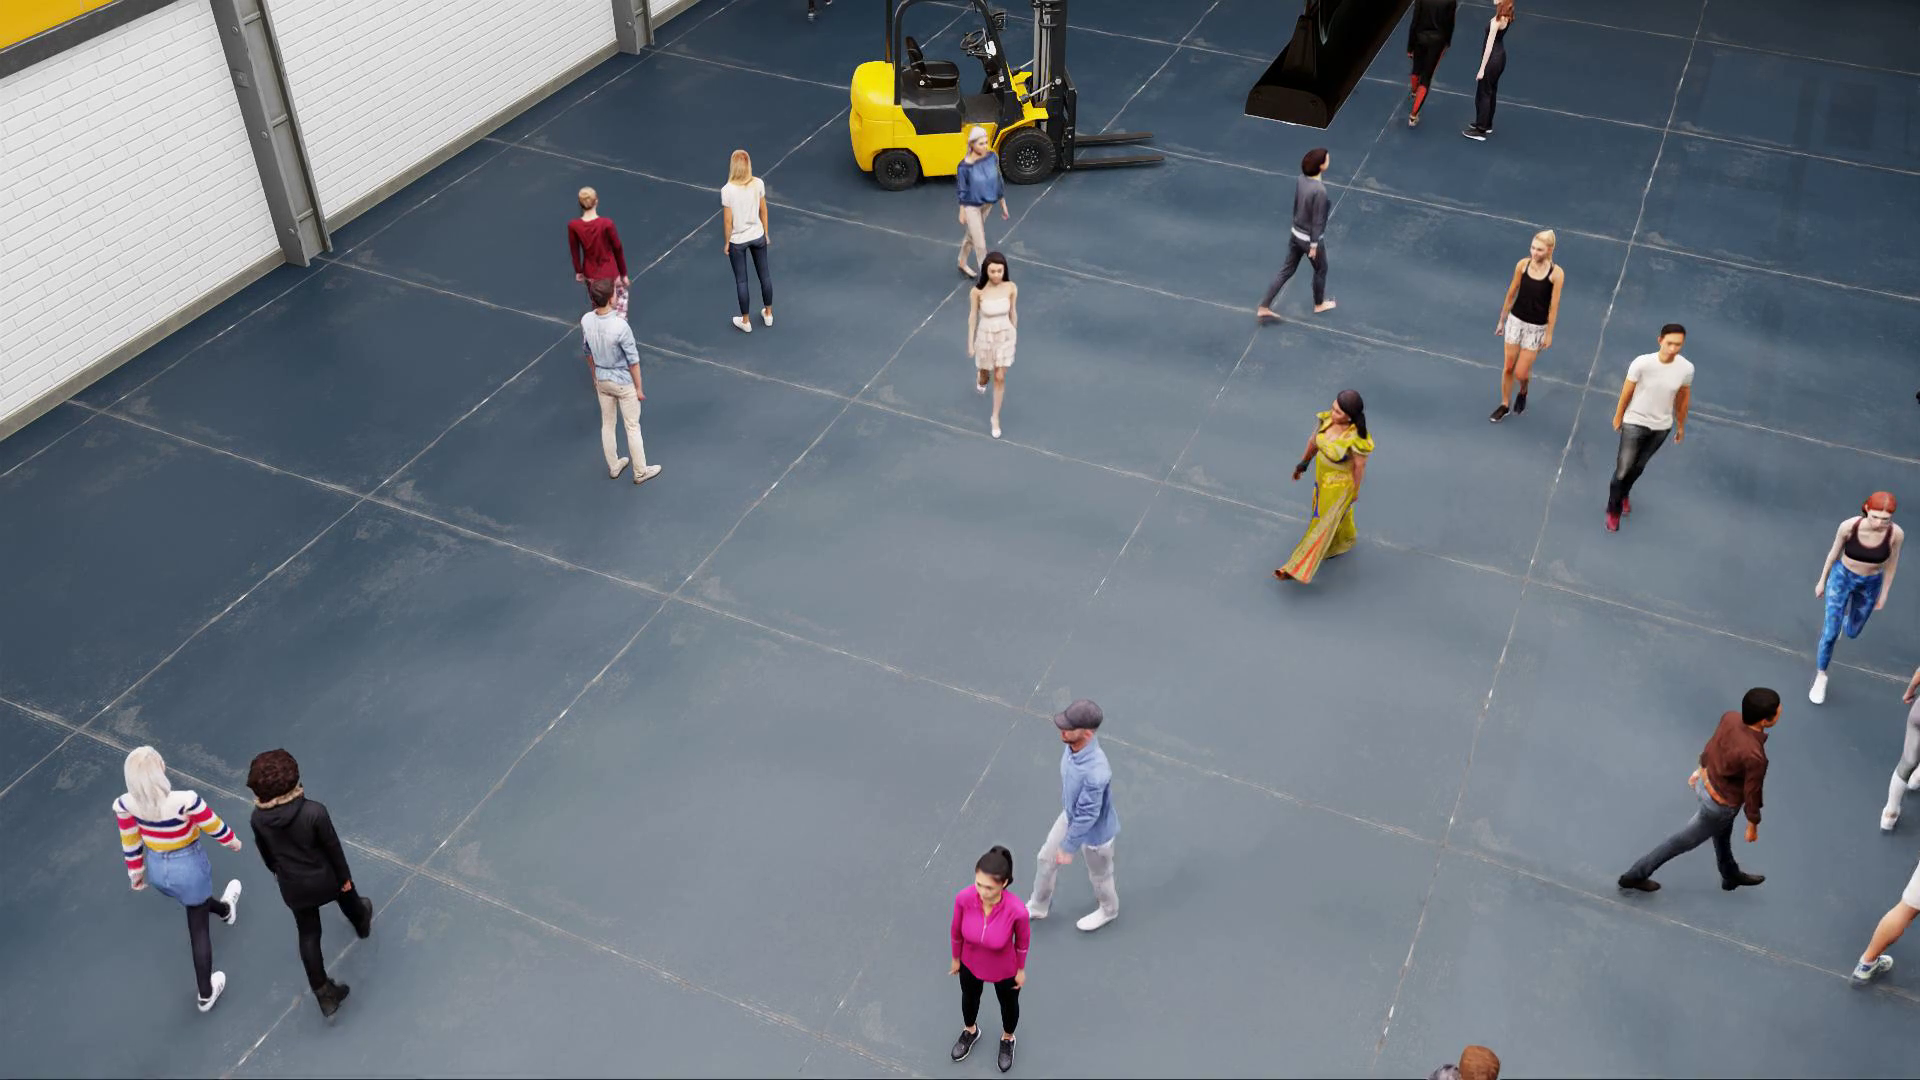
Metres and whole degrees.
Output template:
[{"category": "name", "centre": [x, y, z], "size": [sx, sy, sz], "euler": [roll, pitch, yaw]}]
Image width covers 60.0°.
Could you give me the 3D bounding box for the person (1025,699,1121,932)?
[{"category": "person", "centre": [0.836, 1.645, 9.851], "size": [1.071, 1.858, 1.008], "euler": [-15, 41, -17]}]

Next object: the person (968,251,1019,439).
[{"category": "person", "centre": [0.277, -1.710, 14.161], "size": [0.836, 1.724, 0.943], "euler": [-7, 39, -9]}]

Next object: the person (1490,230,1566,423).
[{"category": "person", "centre": [4.904, -1.865, 14.269], "size": [0.709, 1.831, 0.758], "euler": [28, 46, 30]}]

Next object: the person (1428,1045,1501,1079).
[{"category": "person", "centre": [2.523, 3.005, 8.492], "size": [0.565, 1.430, 0.804], "euler": [15, 41, 18]}]

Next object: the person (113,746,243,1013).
[{"category": "person", "centre": [-4.498, 1.968, 9.530], "size": [0.961, 1.754, 1.218], "euler": [1, 39, 2]}]

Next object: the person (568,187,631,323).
[{"category": "person", "centre": [-3.245, -2.383, 15.029], "size": [0.749, 1.692, 0.737], "euler": [1, 39, 1]}]

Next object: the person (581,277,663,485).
[{"category": "person", "centre": [-2.802, -1.295, 13.542], "size": [0.644, 1.847, 0.535], "euler": [17, 42, 20]}]

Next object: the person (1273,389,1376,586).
[{"category": "person", "centre": [2.929, -0.474, 12.702], "size": [1.279, 1.623, 1.177], "euler": [-17, 42, -20]}]

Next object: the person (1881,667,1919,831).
[{"category": "person", "centre": [6.217, 1.179, 10.581], "size": [0.722, 1.677, 1.014], "euler": [24, 44, 27]}]

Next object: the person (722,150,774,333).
[{"category": "person", "centre": [-1.970, -2.777, 15.429], "size": [0.630, 1.809, 0.732], "euler": [-19, 42, -22]}]

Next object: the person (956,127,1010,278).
[{"category": "person", "centre": [0.120, -3.233, 16.136], "size": [1.129, 1.648, 1.012], "euler": [-27, 46, -30]}]

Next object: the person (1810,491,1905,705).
[{"category": "person", "centre": [6.216, 0.309, 11.609], "size": [0.642, 1.763, 0.983], "euler": [11, 40, 13]}]

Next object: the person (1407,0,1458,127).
[{"category": "person", "centre": [5.350, -5.616, 19.024], "size": [0.655, 1.757, 1.155], "euler": [18, 42, 21]}]

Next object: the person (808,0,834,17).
[{"category": "person", "centre": [-1.883, -7.641, 21.682], "size": [0.755, 1.605, 1.134], "euler": [6, 39, 7]}]

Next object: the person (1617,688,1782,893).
[{"category": "person", "centre": [4.485, 1.582, 10.032], "size": [1.038, 1.731, 1.192], "euler": [1, 39, 1]}]

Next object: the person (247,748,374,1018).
[{"category": "person", "centre": [-3.736, 1.988, 9.523], "size": [1.027, 1.733, 1.231], "euler": [-3, 39, -4]}]

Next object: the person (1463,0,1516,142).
[{"category": "person", "centre": [6.017, -5.390, 18.752], "size": [0.648, 1.745, 0.460], "euler": [20, 43, 23]}]

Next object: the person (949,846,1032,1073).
[{"category": "person", "centre": [0.172, 2.310, 9.155], "size": [0.619, 1.698, 0.600], "euler": [10, 40, 13]}]

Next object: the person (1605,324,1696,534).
[{"category": "person", "centre": [5.436, -0.979, 13.204], "size": [0.820, 1.785, 0.926], "euler": [1, 39, 1]}]

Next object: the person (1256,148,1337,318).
[{"category": "person", "centre": [3.162, -2.811, 15.536], "size": [1.167, 1.728, 1.038], "euler": [-17, 42, -20]}]
